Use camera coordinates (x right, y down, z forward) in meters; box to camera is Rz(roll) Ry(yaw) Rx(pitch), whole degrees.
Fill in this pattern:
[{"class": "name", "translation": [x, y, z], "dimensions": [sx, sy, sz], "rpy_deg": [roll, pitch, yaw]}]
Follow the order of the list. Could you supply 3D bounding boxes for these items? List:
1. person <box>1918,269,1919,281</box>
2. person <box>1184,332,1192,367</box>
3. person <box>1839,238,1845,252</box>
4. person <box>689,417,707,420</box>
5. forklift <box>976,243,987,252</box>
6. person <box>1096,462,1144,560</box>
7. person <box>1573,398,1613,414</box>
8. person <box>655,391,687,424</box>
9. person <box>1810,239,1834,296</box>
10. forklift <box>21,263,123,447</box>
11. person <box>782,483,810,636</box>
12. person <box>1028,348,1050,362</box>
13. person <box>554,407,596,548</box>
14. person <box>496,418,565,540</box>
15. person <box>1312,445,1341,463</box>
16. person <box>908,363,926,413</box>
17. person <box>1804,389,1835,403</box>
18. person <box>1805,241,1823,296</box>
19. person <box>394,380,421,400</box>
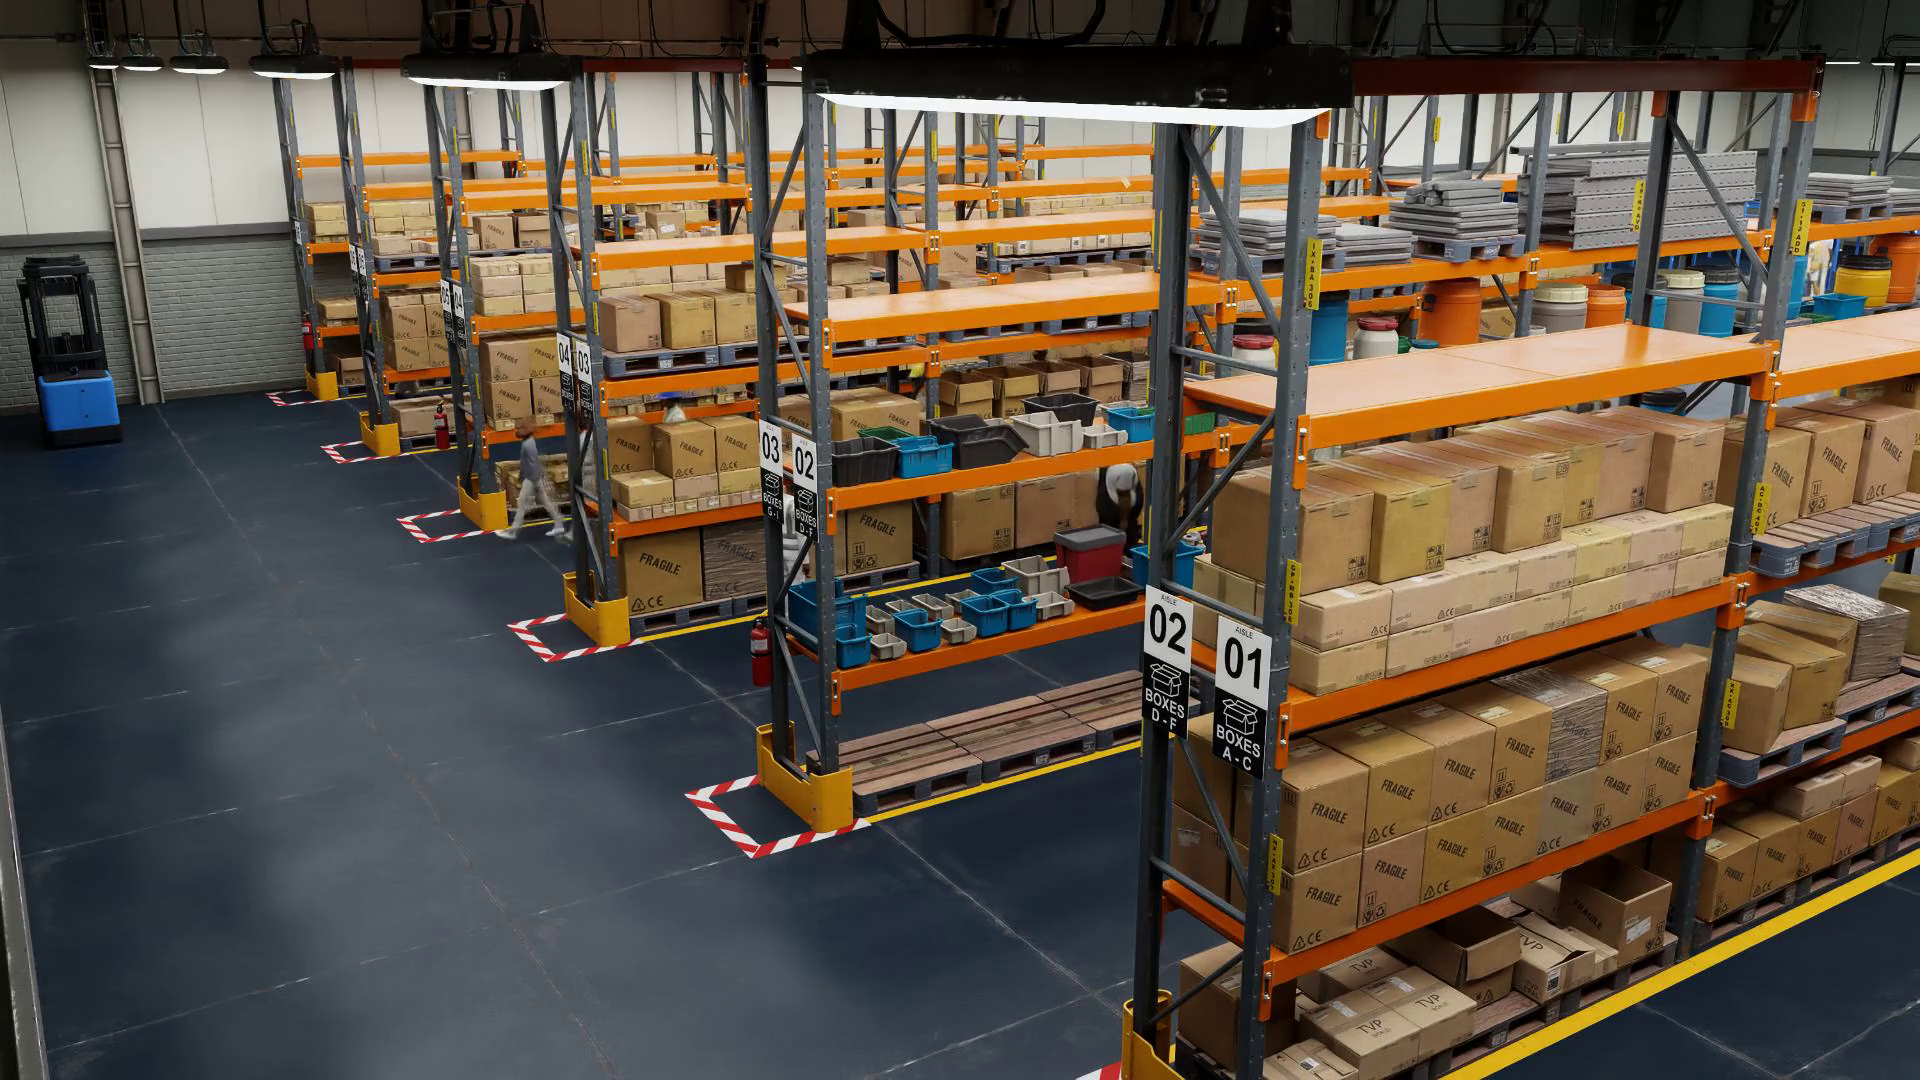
[{"class": "person", "translation": [19.560, -4.664, 32.515], "dimensions": [0.645, 1.893, 0.427], "rpy_deg": [-4, 17, -12]}, {"class": "person", "translation": [3.642, -2.637, 25.708], "dimensions": [0.448, 1.973, 0.647], "rpy_deg": [-8, 19, -25]}, {"class": "person", "translation": [28.302, -10.245, 50.750], "dimensions": [0.585, 1.922, 0.372], "rpy_deg": [3, 17, 11]}, {"class": "person", "translation": [-4.148, -2.010, 23.953], "dimensions": [0.931, 1.795, 0.658], "rpy_deg": [-11, 20, -33]}, {"class": "forklift", "translation": [0.988, -5.474, 34.718], "dimensions": [1.214, 2.155, 2.313], "rpy_deg": [-10, 20, -31]}, {"class": "person", "translation": [1.848, -0.348, 18.172], "dimensions": [0.843, 2.000, 0.698], "rpy_deg": [-7, 18, -23]}, {"class": "person", "translation": [10.242, -2.577, 25.458], "dimensions": [0.614, 2.017, 0.881], "rpy_deg": [-14, 22, -38]}, {"class": "person", "translation": [-3.772, -1.107, 20.782], "dimensions": [0.450, 1.933, 0.608], "rpy_deg": [-7, 18, -22]}, {"class": "person", "translation": [22.406, -7.236, 40.969], "dimensions": [0.328, 1.874, 0.521], "rpy_deg": [-9, 19, -27]}, {"class": "forklift", "translation": [-14.518, -3.079, 25.708], "dimensions": [1.129, 2.768, 1.873], "rpy_deg": [-10, 20, -31]}, {"class": "person", "translation": [-1.765, 0.153, 16.715], "dimensions": [0.354, 1.886, 0.573], "rpy_deg": [-12, 20, -34]}, {"class": "person", "translation": [1.264, -2.041, 23.668], "dimensions": [0.544, 2.031, 0.612], "rpy_deg": [-6, 18, -18]}, {"class": "person", "translation": [-4.682, -0.751, 19.763], "dimensions": [0.985, 1.828, 0.698], "rpy_deg": [2, 17, 6]}, {"class": "person", "translation": [-5.554, -0.791, 20.317], "dimensions": [0.875, 1.582, 0.516], "rpy_deg": [-4, 17, -12]}, {"class": "person", "translation": [4.822, -1.021, 20.762], "dimensions": [0.300, 1.772, 0.532], "rpy_deg": [-8, 19, -25]}, {"class": "person", "translation": [-0.608, -1.554, 22.312], "dimensions": [0.950, 1.881, 0.624], "rpy_deg": [-7, 18, -21]}, {"class": "person", "translation": [12.158, -1.613, 22.661], "dimensions": [0.593, 1.797, 0.810], "rpy_deg": [-12, 20, -33]}, {"class": "person", "translation": [21.283, -6.850, 39.651], "dimensions": [0.548, 1.891, 0.947], "rpy_deg": [-8, 19, -24]}, {"class": "person", "translation": [-9.294, -2.689, 26.429], "dimensions": [0.926, 1.645, 0.539], "rpy_deg": [-12, 21, -34]}]
